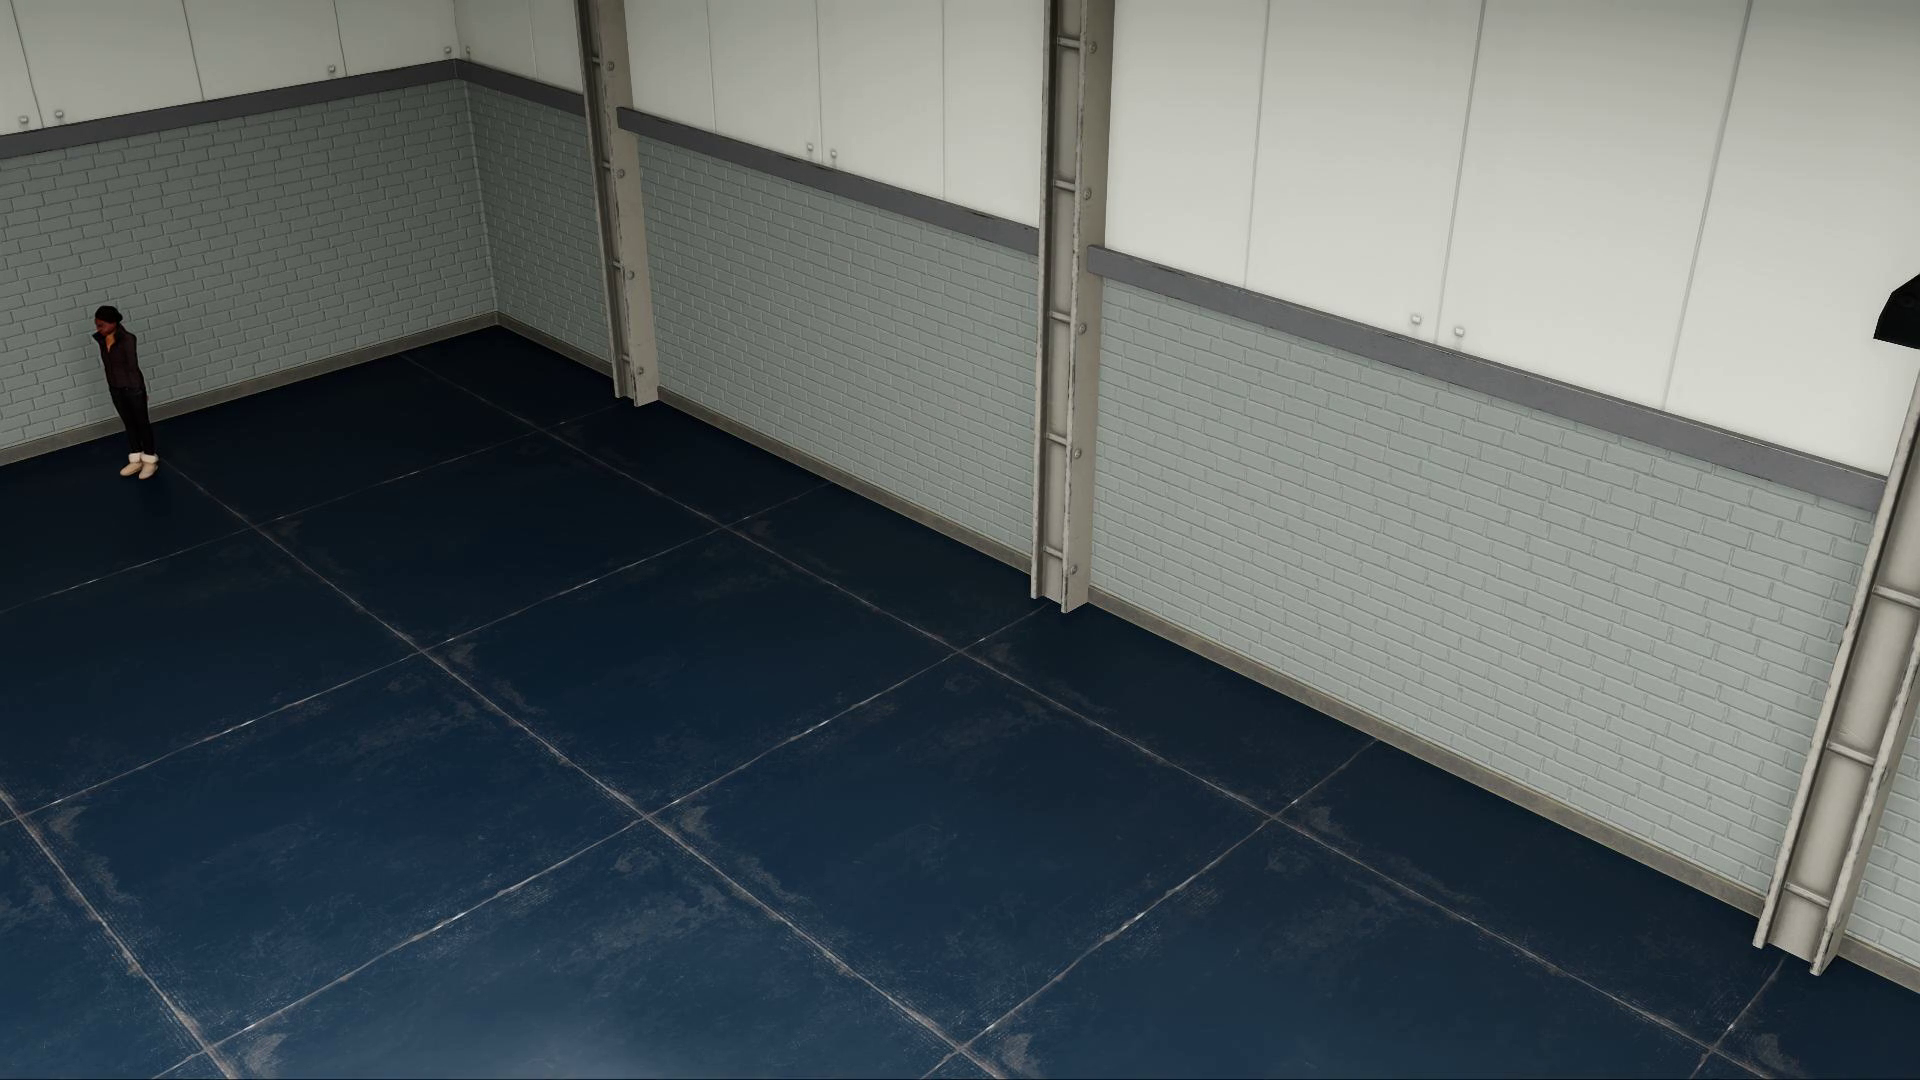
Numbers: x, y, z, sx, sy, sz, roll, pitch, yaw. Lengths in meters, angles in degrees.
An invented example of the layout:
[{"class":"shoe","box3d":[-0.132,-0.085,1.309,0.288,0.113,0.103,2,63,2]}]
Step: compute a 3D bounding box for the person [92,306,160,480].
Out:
[{"class":"person","box3d":[-7.839,-1.434,15.681,0.701,1.661,0.758,-2,28,-4]}]
